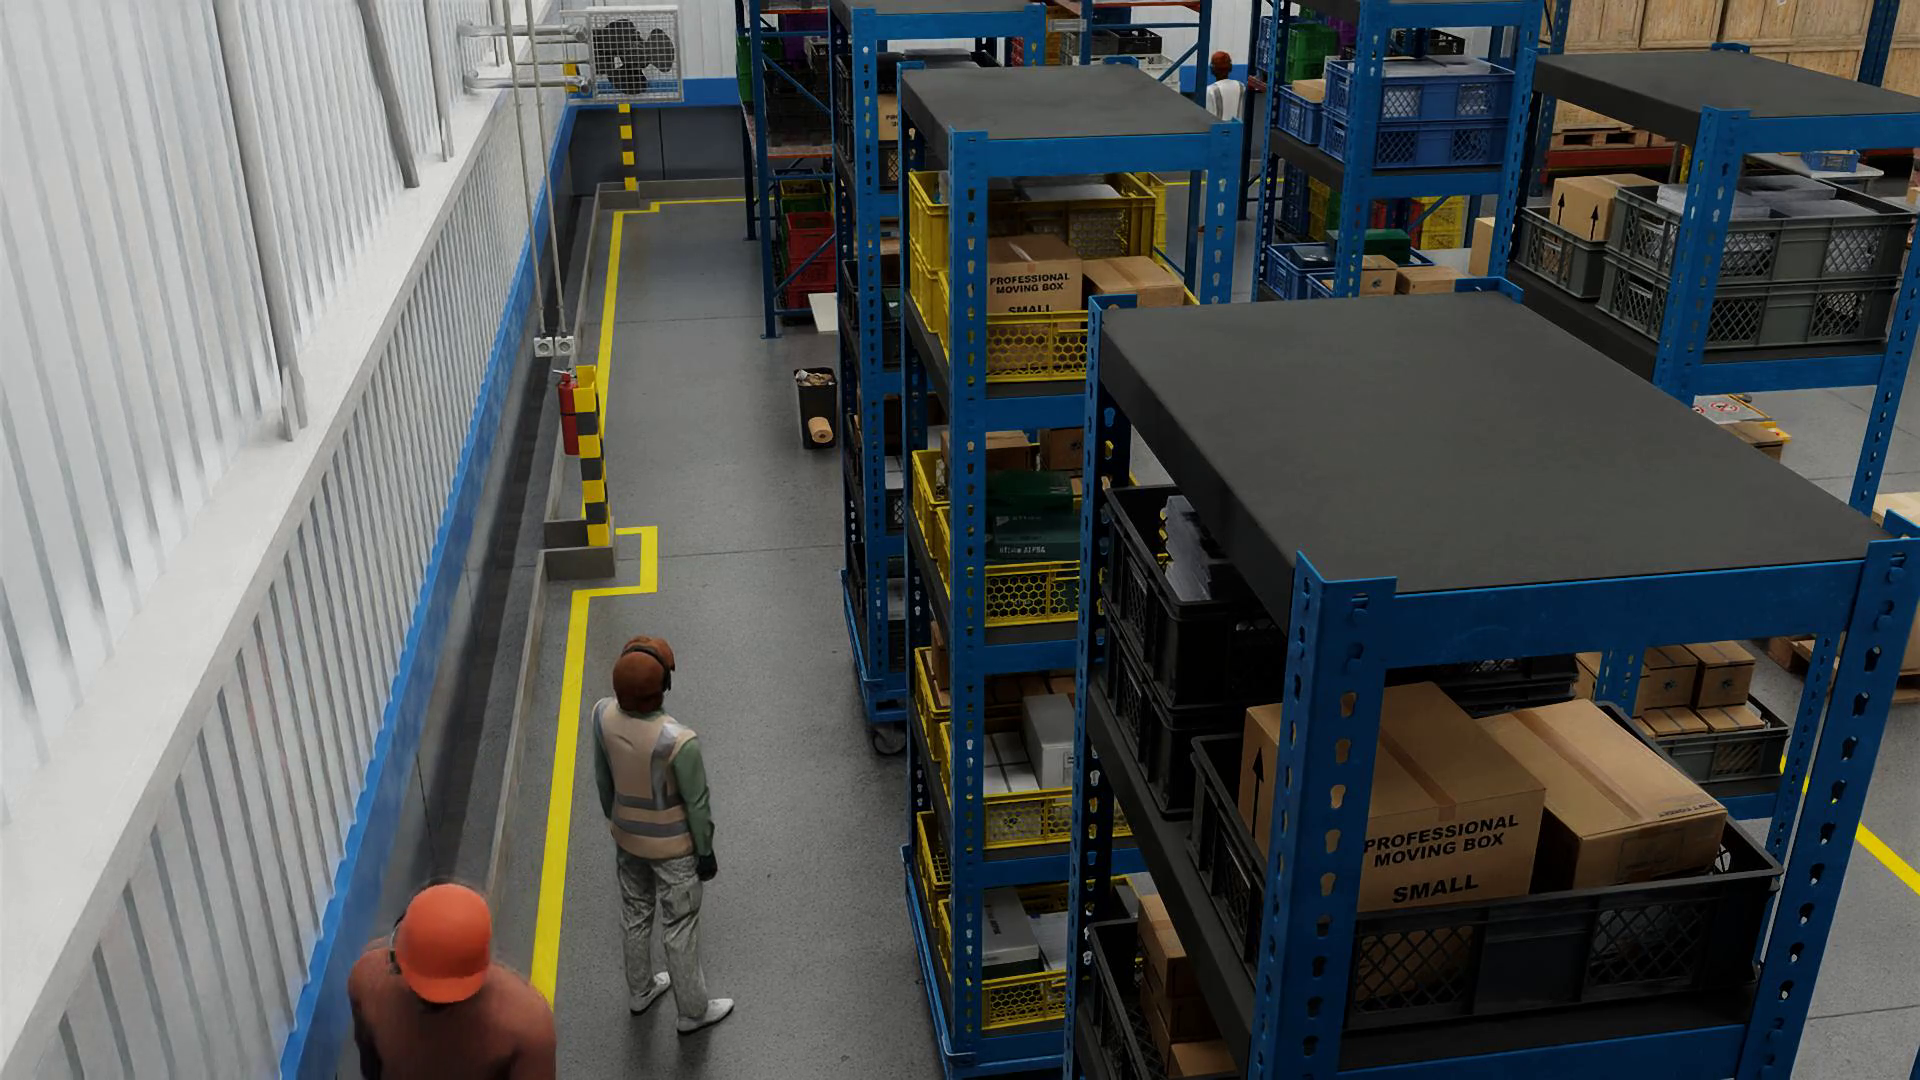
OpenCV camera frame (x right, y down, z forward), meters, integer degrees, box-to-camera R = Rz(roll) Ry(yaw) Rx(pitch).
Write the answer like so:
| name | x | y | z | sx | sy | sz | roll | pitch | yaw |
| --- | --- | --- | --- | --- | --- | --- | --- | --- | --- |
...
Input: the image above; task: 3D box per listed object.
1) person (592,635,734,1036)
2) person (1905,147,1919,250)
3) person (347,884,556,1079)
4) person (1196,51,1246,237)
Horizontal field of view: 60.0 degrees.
| name | x | y | z | sx | sy | sz | roll | pitch | yaw |
| --- | --- | --- | --- | --- | --- | --- | --- | --- | --- |
| person | -1.126 | 1.112 | 6.216 | 0.523 | 1.643 | 0.306 | 15 | 29 | 29 |
| person | 9.937 | -3.903 | 16.802 | 0.643 | 1.913 | 0.411 | -5 | 25 | -10 |
| person | -1.400 | 1.710 | 4.588 | 0.677 | 1.917 | 0.998 | 4 | 25 | 8 |
| person | 2.687 | -4.107 | 17.276 | 0.575 | 1.886 | 0.362 | -18 | 30 | -34 |
